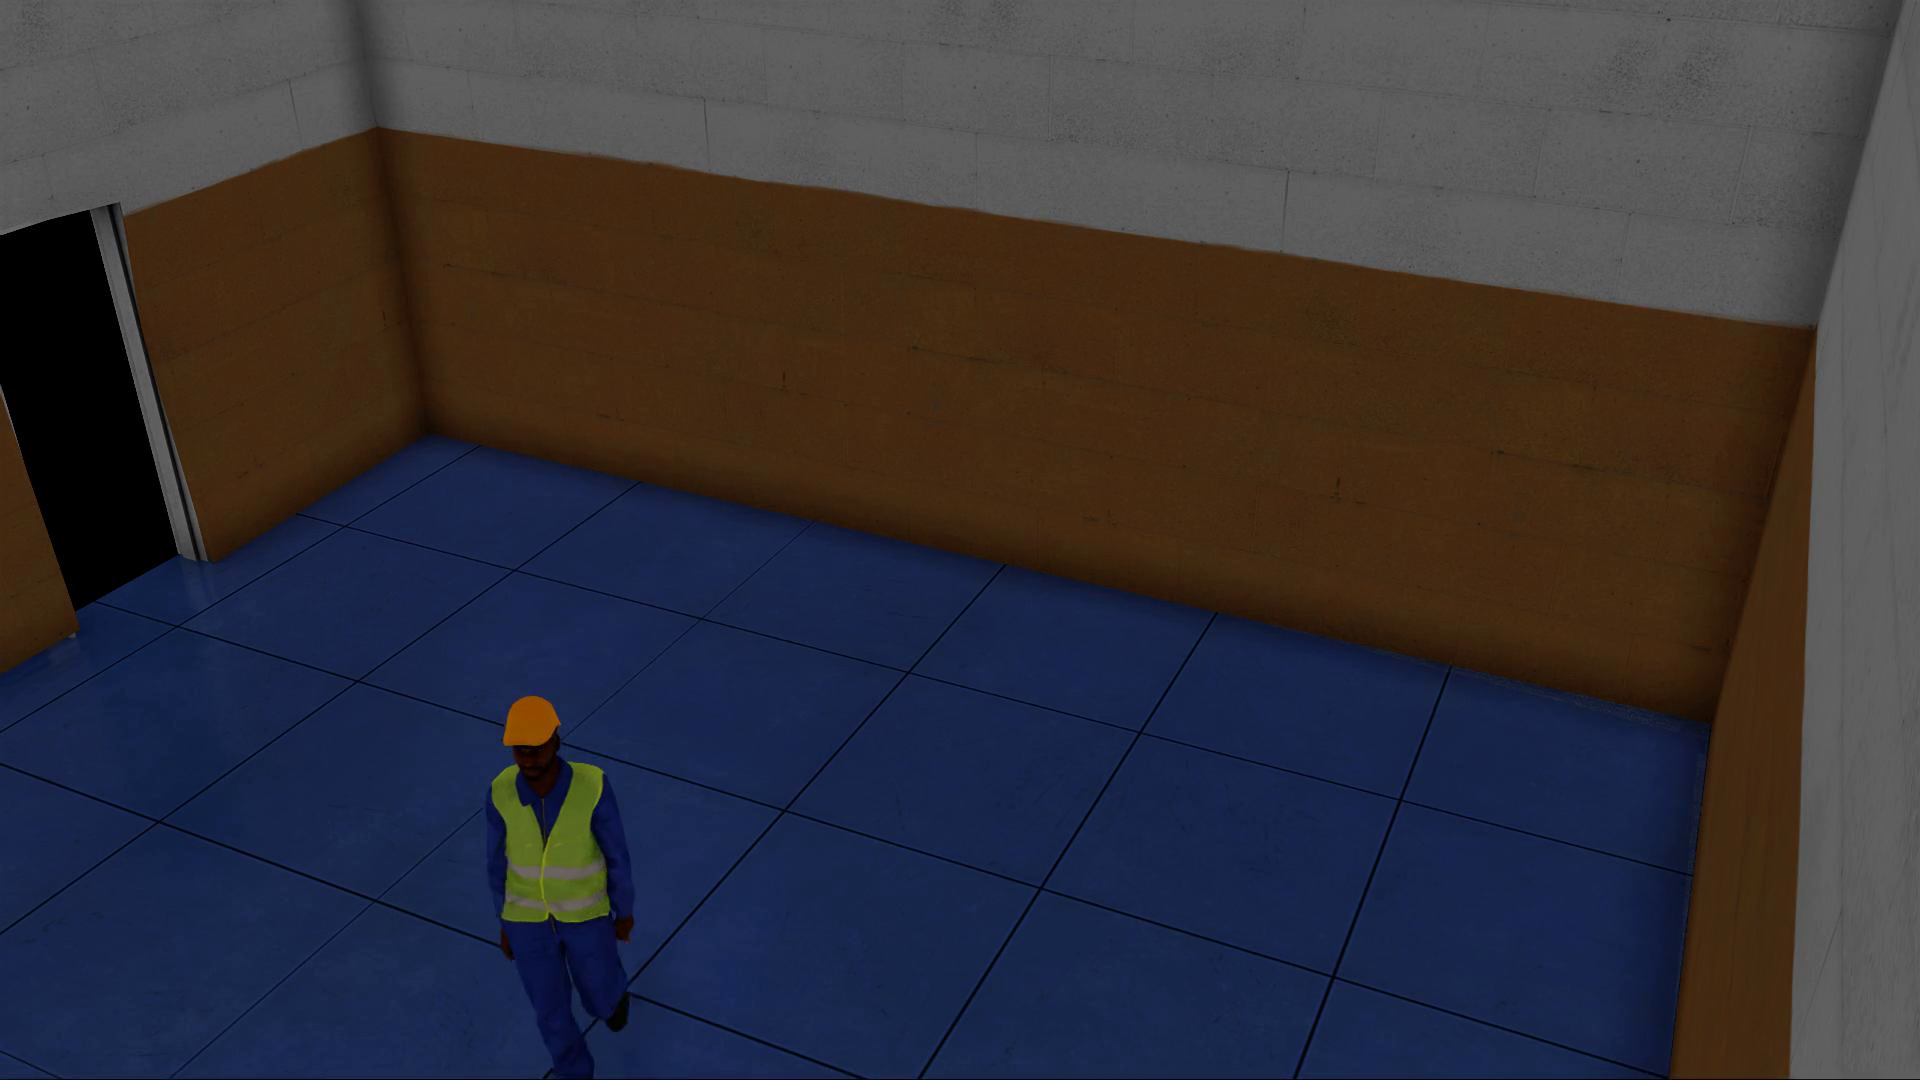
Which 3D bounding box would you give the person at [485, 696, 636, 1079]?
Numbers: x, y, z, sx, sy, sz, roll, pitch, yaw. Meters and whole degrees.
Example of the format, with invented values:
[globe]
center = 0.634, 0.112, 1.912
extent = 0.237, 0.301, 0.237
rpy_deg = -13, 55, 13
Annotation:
[person]
center = -1.444, 1.314, 6.095
extent = 0.989, 1.800, 0.967
rpy_deg = -1, 29, -2
